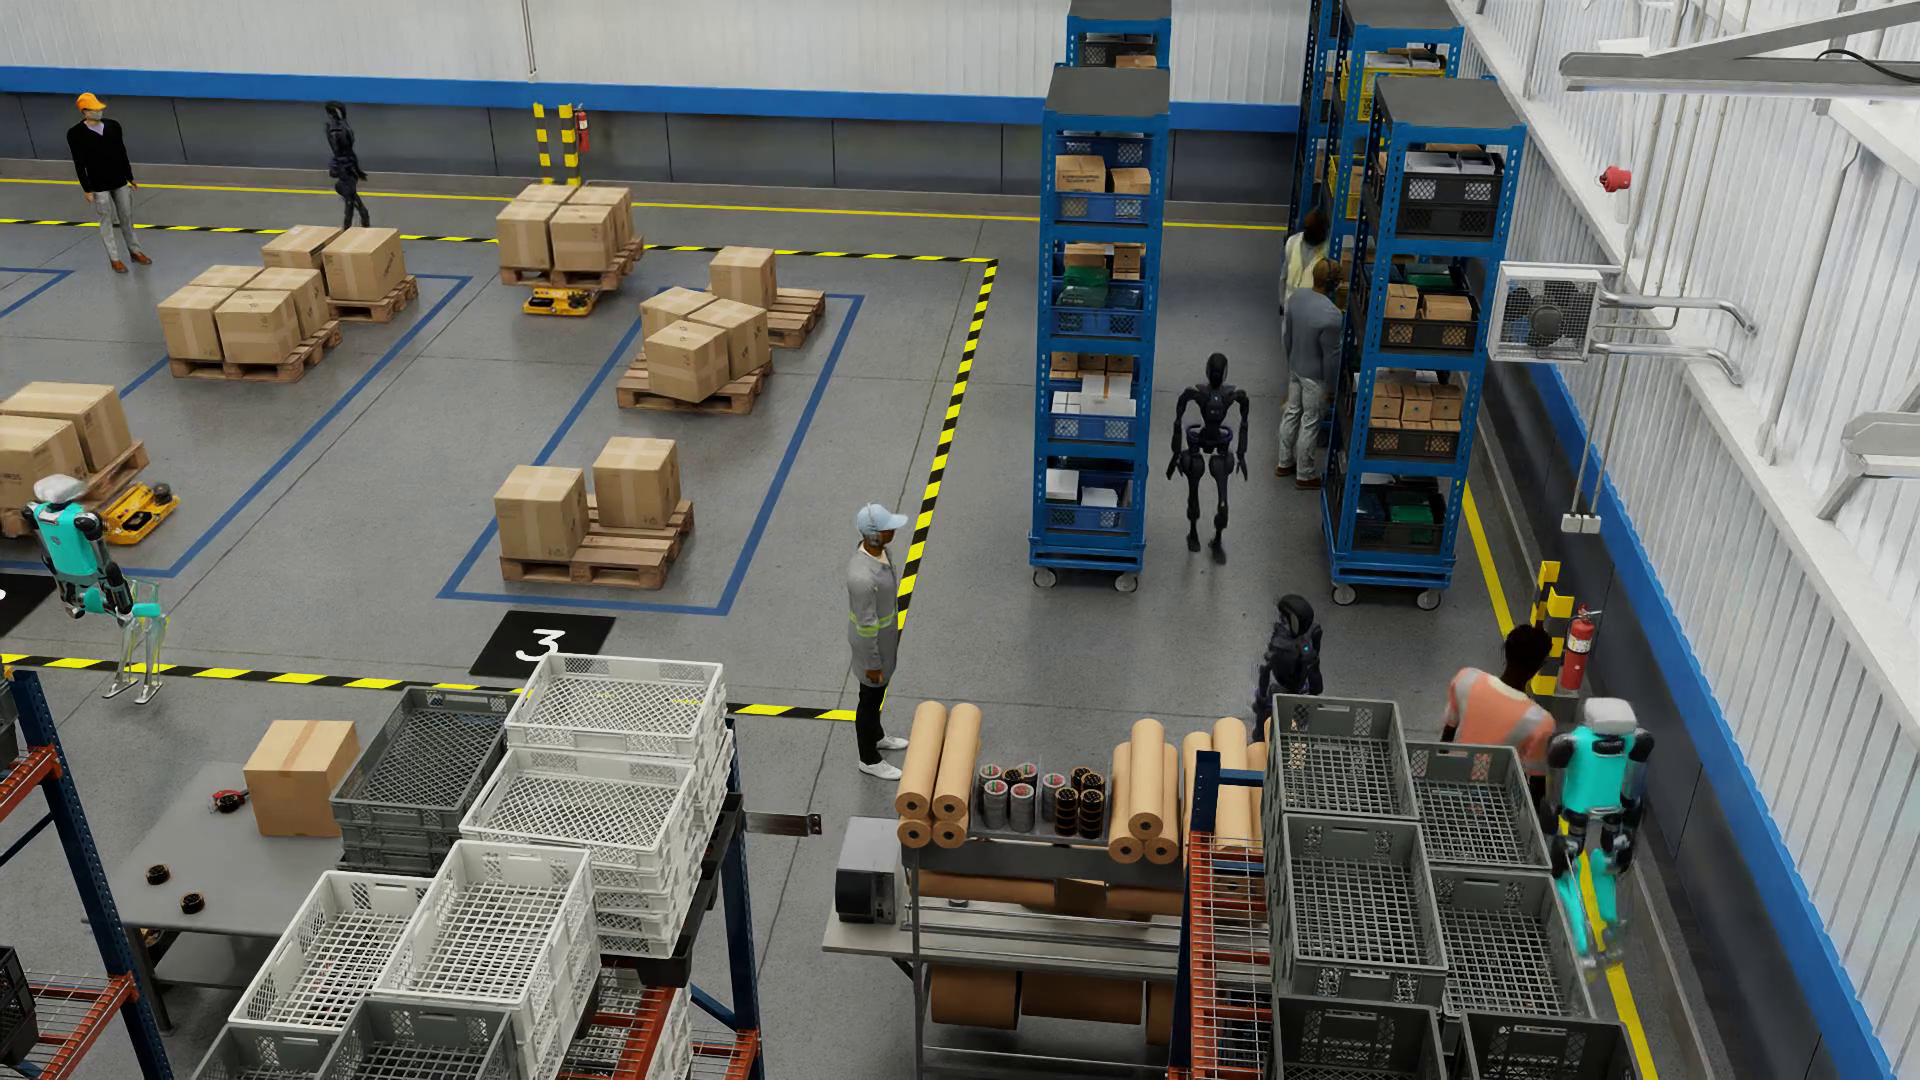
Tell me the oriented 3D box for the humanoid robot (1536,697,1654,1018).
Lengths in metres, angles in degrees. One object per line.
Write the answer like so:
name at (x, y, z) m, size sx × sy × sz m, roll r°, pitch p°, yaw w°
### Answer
humanoid robot at (3.198, 1.723, 8.313) m, size 0.536 × 1.824 × 0.836 m, roll -3°, pitch 30°, yaw -5°

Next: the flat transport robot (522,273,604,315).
flat transport robot at (-4.001, -2.702, 17.287) m, size 0.652 × 0.197 × 1.431 m, roll 3°, pitch 30°, yaw 6°

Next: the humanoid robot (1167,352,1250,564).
humanoid robot at (1.848, -0.627, 12.348) m, size 0.598 × 1.646 × 0.461 m, roll 1°, pitch 30°, yaw 2°

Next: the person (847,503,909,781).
person at (-0.493, 0.599, 10.070) m, size 0.368 × 1.852 × 0.589 m, roll 3°, pitch 30°, yaw 4°

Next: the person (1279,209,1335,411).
person at (3.109, -2.075, 14.708) m, size 0.634 × 1.808 × 0.715 m, roll 25°, pitch 38°, yaw 36°

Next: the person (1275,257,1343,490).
person at (2.811, -1.332, 13.302) m, size 0.352 × 1.937 × 0.634 m, roll -12°, pitch 32°, yaw -20°

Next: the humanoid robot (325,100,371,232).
humanoid robot at (-6.627, -3.976, 18.114) m, size 0.583 × 1.641 × 0.601 m, roll -2°, pitch 30°, yaw -3°

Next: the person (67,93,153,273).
person at (-8.984, -3.773, 17.549) m, size 0.364 × 1.883 × 0.590 m, roll 18°, pitch 35°, yaw 28°

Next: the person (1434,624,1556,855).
person at (2.828, 1.263, 8.828) m, size 0.500 × 1.951 × 0.656 m, roll -24°, pitch 38°, yaw -35°

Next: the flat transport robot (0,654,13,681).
flat transport robot at (-7.142, 0.969, 11.010) m, size 1.431 × 0.231 × 0.659 m, roll 3°, pitch 30°, yaw 6°

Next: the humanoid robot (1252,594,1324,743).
humanoid robot at (1.904, 1.019, 9.521) m, size 0.607 × 1.653 × 0.373 m, roll -26°, pitch 39°, yaw -37°

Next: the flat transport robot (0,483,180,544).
flat transport robot at (-6.994, -0.250, 13.076) m, size 1.431 × 0.197 × 0.652 m, roll 3°, pitch 30°, yaw 6°

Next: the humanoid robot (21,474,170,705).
humanoid robot at (-5.413, 0.253, 10.649) m, size 0.533 × 1.674 × 0.735 m, roll 9°, pitch 31°, yaw 15°
